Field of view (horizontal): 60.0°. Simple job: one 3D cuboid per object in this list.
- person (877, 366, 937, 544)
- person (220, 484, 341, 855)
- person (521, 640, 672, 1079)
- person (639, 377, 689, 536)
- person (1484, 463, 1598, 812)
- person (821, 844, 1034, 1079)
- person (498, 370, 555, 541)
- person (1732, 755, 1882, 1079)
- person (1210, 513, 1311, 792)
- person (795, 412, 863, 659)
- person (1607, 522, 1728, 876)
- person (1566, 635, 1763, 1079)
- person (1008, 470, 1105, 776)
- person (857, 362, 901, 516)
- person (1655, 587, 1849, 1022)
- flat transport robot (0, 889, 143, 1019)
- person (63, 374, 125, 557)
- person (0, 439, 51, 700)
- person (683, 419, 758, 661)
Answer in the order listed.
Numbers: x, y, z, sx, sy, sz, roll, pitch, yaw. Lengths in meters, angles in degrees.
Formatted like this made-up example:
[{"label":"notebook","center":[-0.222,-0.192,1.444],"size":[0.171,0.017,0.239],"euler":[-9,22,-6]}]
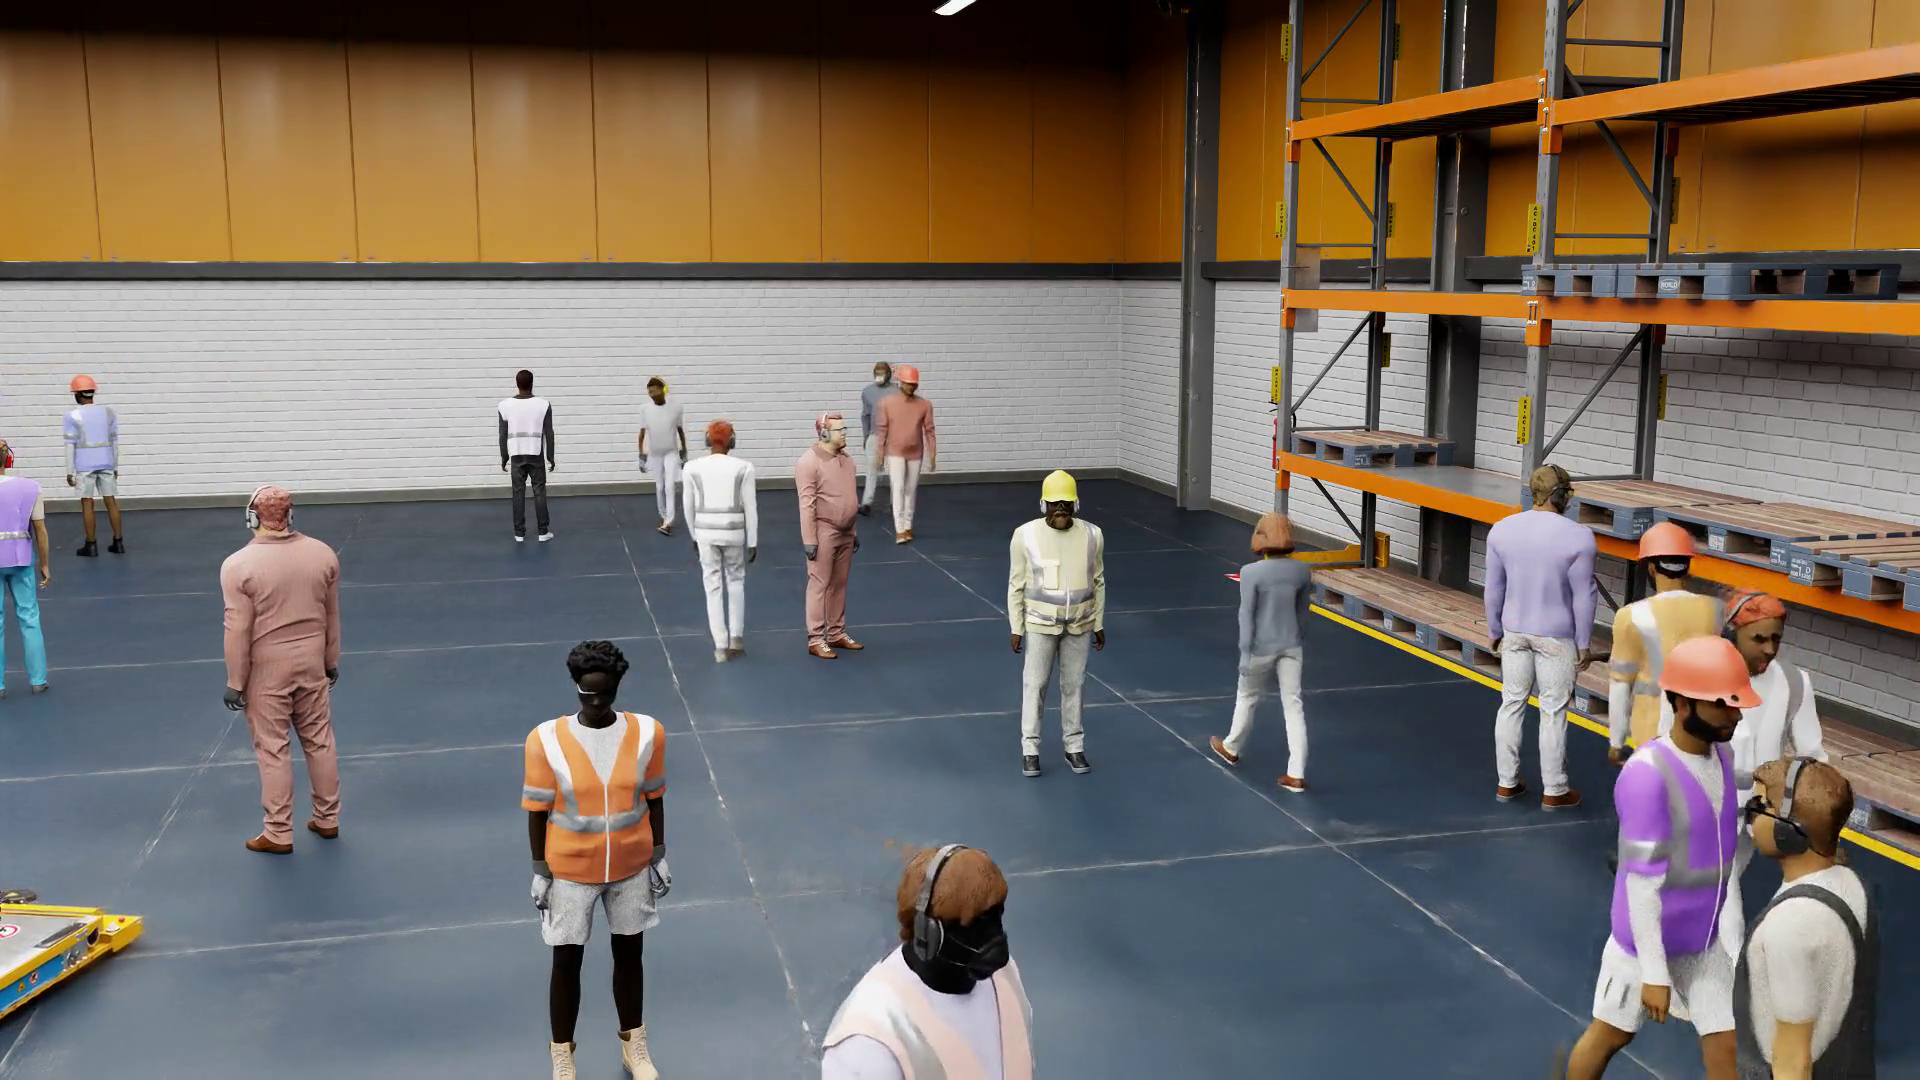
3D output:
[{"label":"person","center":[-0.563,-0.930,18.349],"size":[0.640,1.959,0.904],"euler":[-2,9,-12]},{"label":"person","center":[-3.520,0.662,8.609],"size":[0.400,1.907,0.645],"euler":[6,11,35]},{"label":"person","center":[-1.303,1.184,6.017],"size":[0.531,1.692,0.320],"euler":[-4,10,-25]},{"label":"person","center":[-3.376,-0.952,18.986],"size":[0.556,1.813,0.996],"euler":[0,9,-3]},{"label":"person","center":[3.231,0.539,9.286],"size":[0.378,1.937,0.628],"euler":[-9,13,-44]},{"label":"person","center":[-0.009,1.529,3.579],"size":[0.984,1.789,0.638],"euler":[7,11,36]},{"label":"person","center":[-4.825,-0.935,18.545],"size":[0.597,1.915,0.370],"euler":[-1,9,-7]},{"label":"person","center":[2.085,1.418,4.248],"size":[0.530,1.790,0.986],"euler":[-8,12,-40]},{"label":"person","center":[1.810,0.630,9.778],"size":[0.528,1.581,0.860],"euler":[-4,10,-21]},{"label":"person","center":[-0.997,-0.044,13.001],"size":[0.409,1.913,0.648],"euler":[5,11,30]},{"label":"person","center":[3.218,0.859,7.521],"size":[0.566,1.871,1.032],"euler":[-1,9,-4]},{"label":"person","center":[2.266,1.225,5.163],"size":[0.564,1.877,1.007],"euler":[-6,11,-33]},{"label":"person","center":[0.585,0.493,9.892],"size":[0.600,1.830,0.404],"euler":[-2,9,-12]},{"label":"person","center":[-0.967,-1.223,20.398],"size":[0.661,1.893,0.977],"euler":[3,10,20]},{"label":"person","center":[2.937,1.071,6.293],"size":[0.603,1.830,1.021],"euler":[-2,9,-10]},{"label":"flat transport robot","center":[-4.063,1.772,6.765],"size":[0.652,0.197,1.431],"euler":[1,9,7]},{"label":"person","center":[-9.203,-0.787,17.626],"size":[0.417,1.925,0.558],"euler":[7,12,38]},{"label":"person","center":[-6.702,0.201,11.669],"size":[0.568,1.845,0.380],"euler":[-7,11,-37]},{"label":"person","center":[-1.866,-0.018,12.995],"size":[0.568,1.855,0.729],"euler":[-1,9,-7]}]
